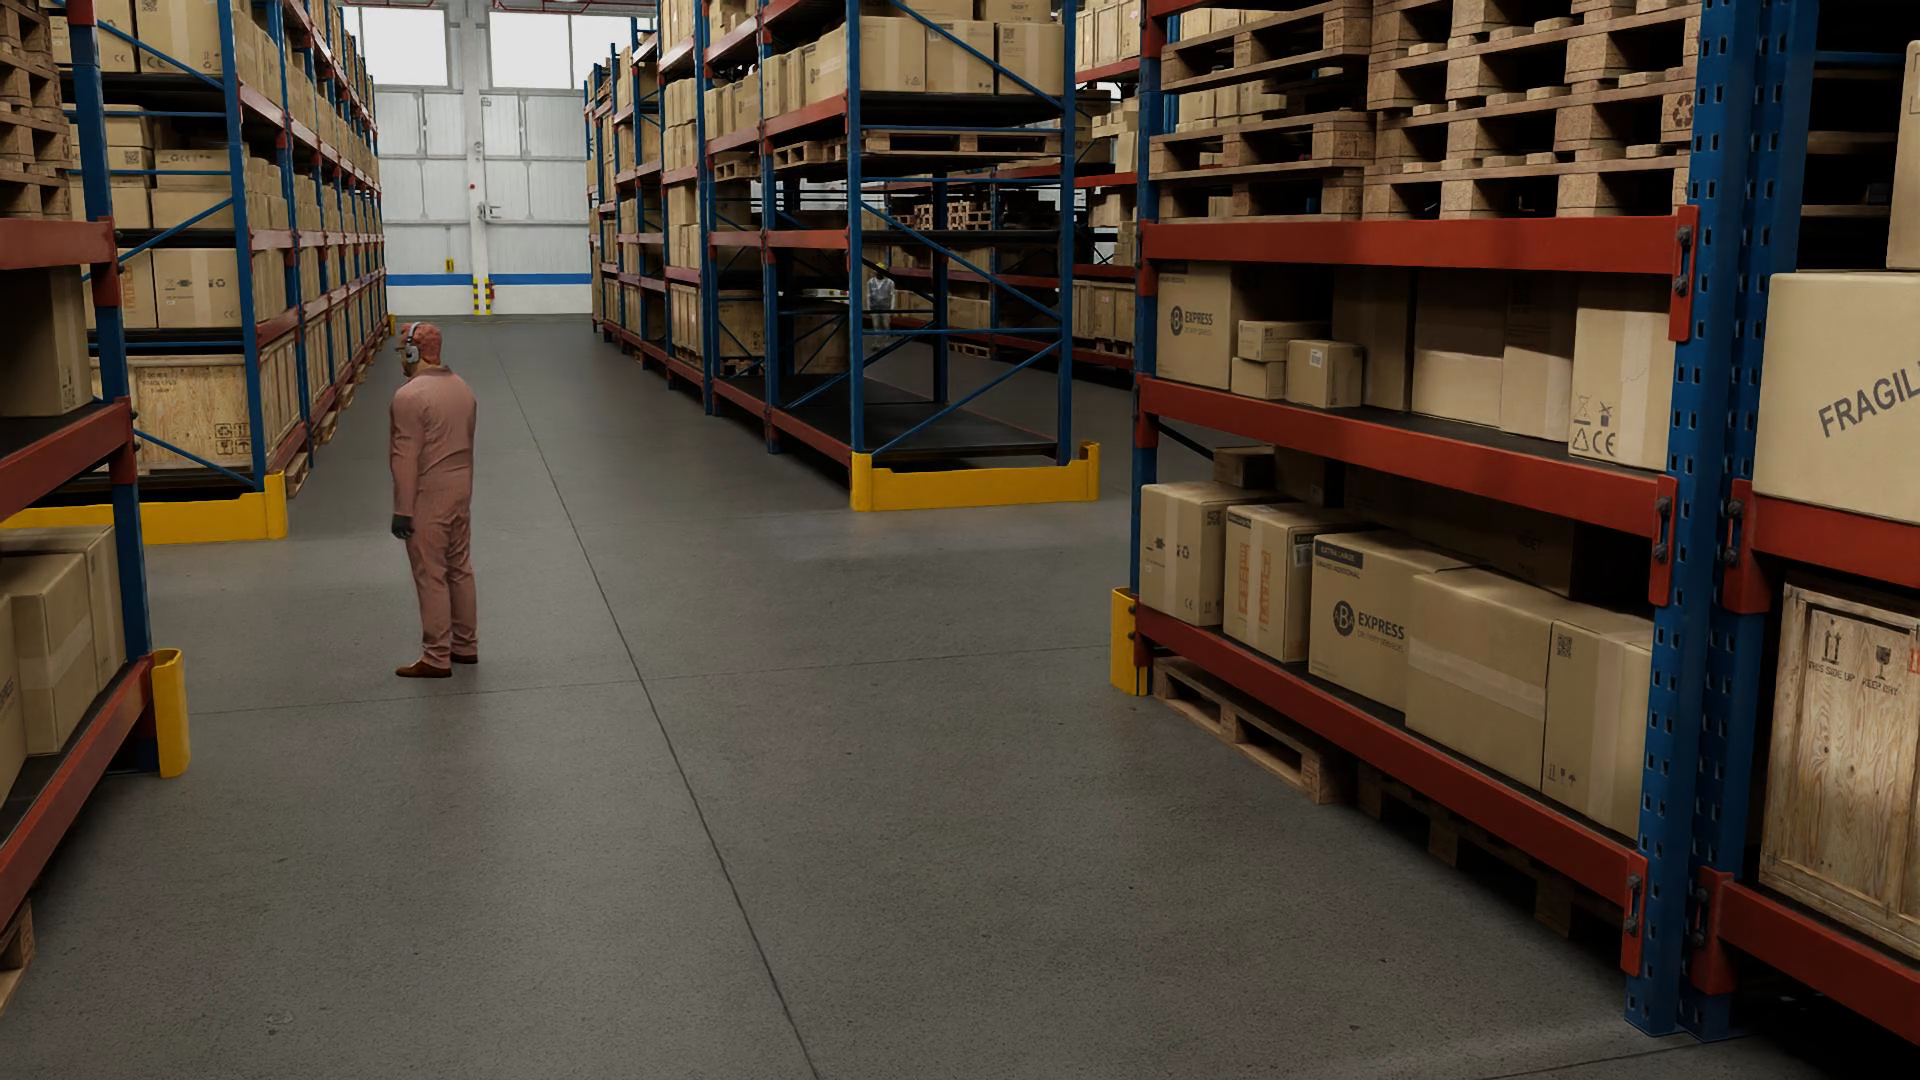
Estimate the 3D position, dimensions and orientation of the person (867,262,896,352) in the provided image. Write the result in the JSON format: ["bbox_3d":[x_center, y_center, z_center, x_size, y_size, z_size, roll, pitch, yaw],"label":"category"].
[{"bbox_3d":[-1.623,-4.763,34.062,0.597,1.828,0.403,2,11,12],"label":"person"}]

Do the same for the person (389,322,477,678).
[{"bbox_3d":[-2.851,-0.216,8.953,0.400,1.902,0.641,2,11,13],"label":"person"}]

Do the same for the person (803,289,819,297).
[{"bbox_3d":[-3.612,-5.803,39.450,0.652,1.933,1.046,-4,11,-20],"label":"person"}]
